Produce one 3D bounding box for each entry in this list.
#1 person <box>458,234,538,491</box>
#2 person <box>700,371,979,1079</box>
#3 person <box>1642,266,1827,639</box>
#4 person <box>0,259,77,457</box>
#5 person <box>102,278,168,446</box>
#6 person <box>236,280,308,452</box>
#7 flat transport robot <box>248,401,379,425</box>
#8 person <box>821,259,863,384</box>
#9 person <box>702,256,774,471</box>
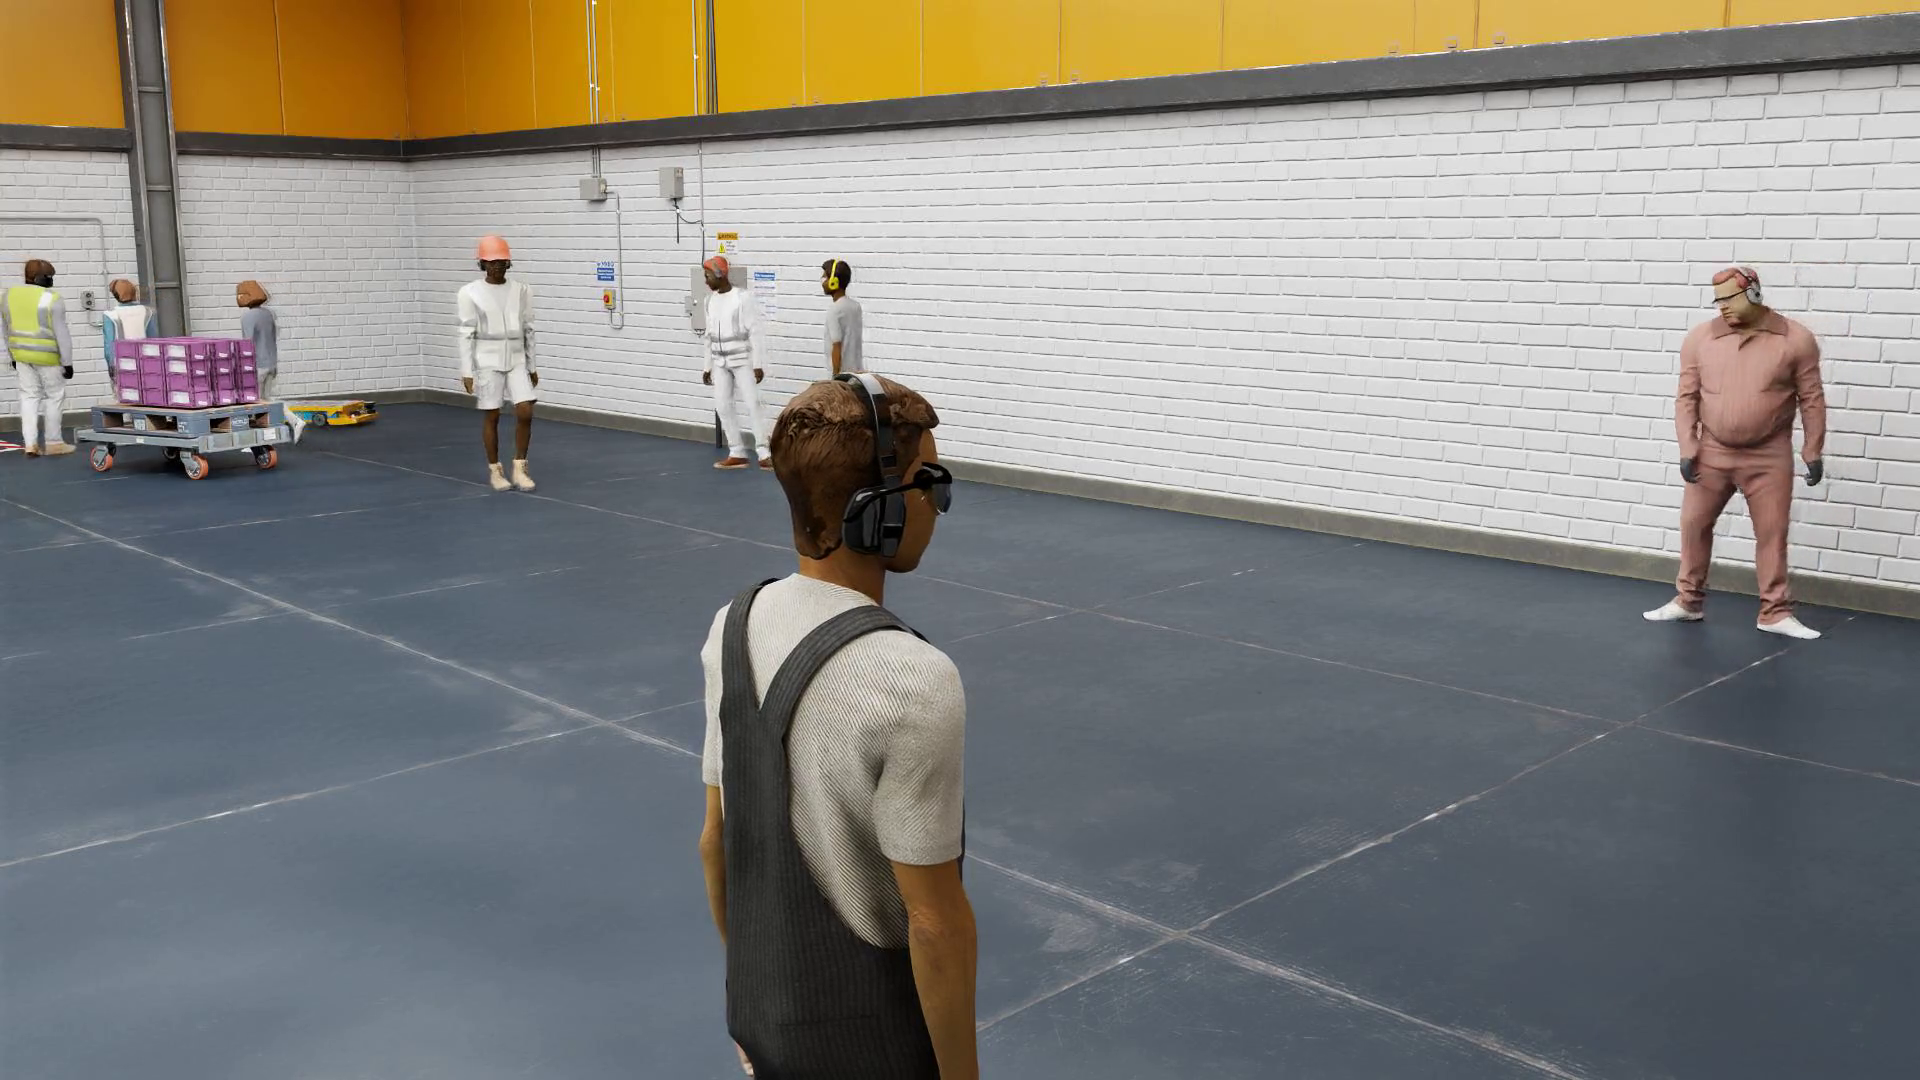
[{"bbox_3d":[-3.581,-1.363,13.014,0.644,2.017,0.688,-7,12,-33],"label":"person"},{"bbox_3d":[-0.150,0.690,2.313,0.330,1.844,0.520,-9,14,-41],"label":"person"},{"bbox_3d":[4.002,-0.436,8.419,0.816,1.875,0.396,7,13,34],"label":"person"},{"bbox_3d":[-8.409,-1.662,15.248,0.675,1.806,0.523,1,10,4],"label":"person"},{"bbox_3d":[-7.868,-1.681,15.865,0.686,1.616,0.521,8,13,37],"label":"person"},{"bbox_3d":[-6.447,-1.607,15.469,0.527,1.614,0.524,1,10,5],"label":"person"},{"bbox_3d":[-7.071,-1.373,17.862,1.431,0.197,0.652,0,10,1],"label":"flat transport robot"},{"bbox_3d":[-0.831,-1.235,12.810,0.793,1.851,0.512,5,11,25],"label":"person"},{"bbox_3d":[-1.879,-1.507,14.313,0.800,1.850,0.340,6,12,32],"label":"person"}]
